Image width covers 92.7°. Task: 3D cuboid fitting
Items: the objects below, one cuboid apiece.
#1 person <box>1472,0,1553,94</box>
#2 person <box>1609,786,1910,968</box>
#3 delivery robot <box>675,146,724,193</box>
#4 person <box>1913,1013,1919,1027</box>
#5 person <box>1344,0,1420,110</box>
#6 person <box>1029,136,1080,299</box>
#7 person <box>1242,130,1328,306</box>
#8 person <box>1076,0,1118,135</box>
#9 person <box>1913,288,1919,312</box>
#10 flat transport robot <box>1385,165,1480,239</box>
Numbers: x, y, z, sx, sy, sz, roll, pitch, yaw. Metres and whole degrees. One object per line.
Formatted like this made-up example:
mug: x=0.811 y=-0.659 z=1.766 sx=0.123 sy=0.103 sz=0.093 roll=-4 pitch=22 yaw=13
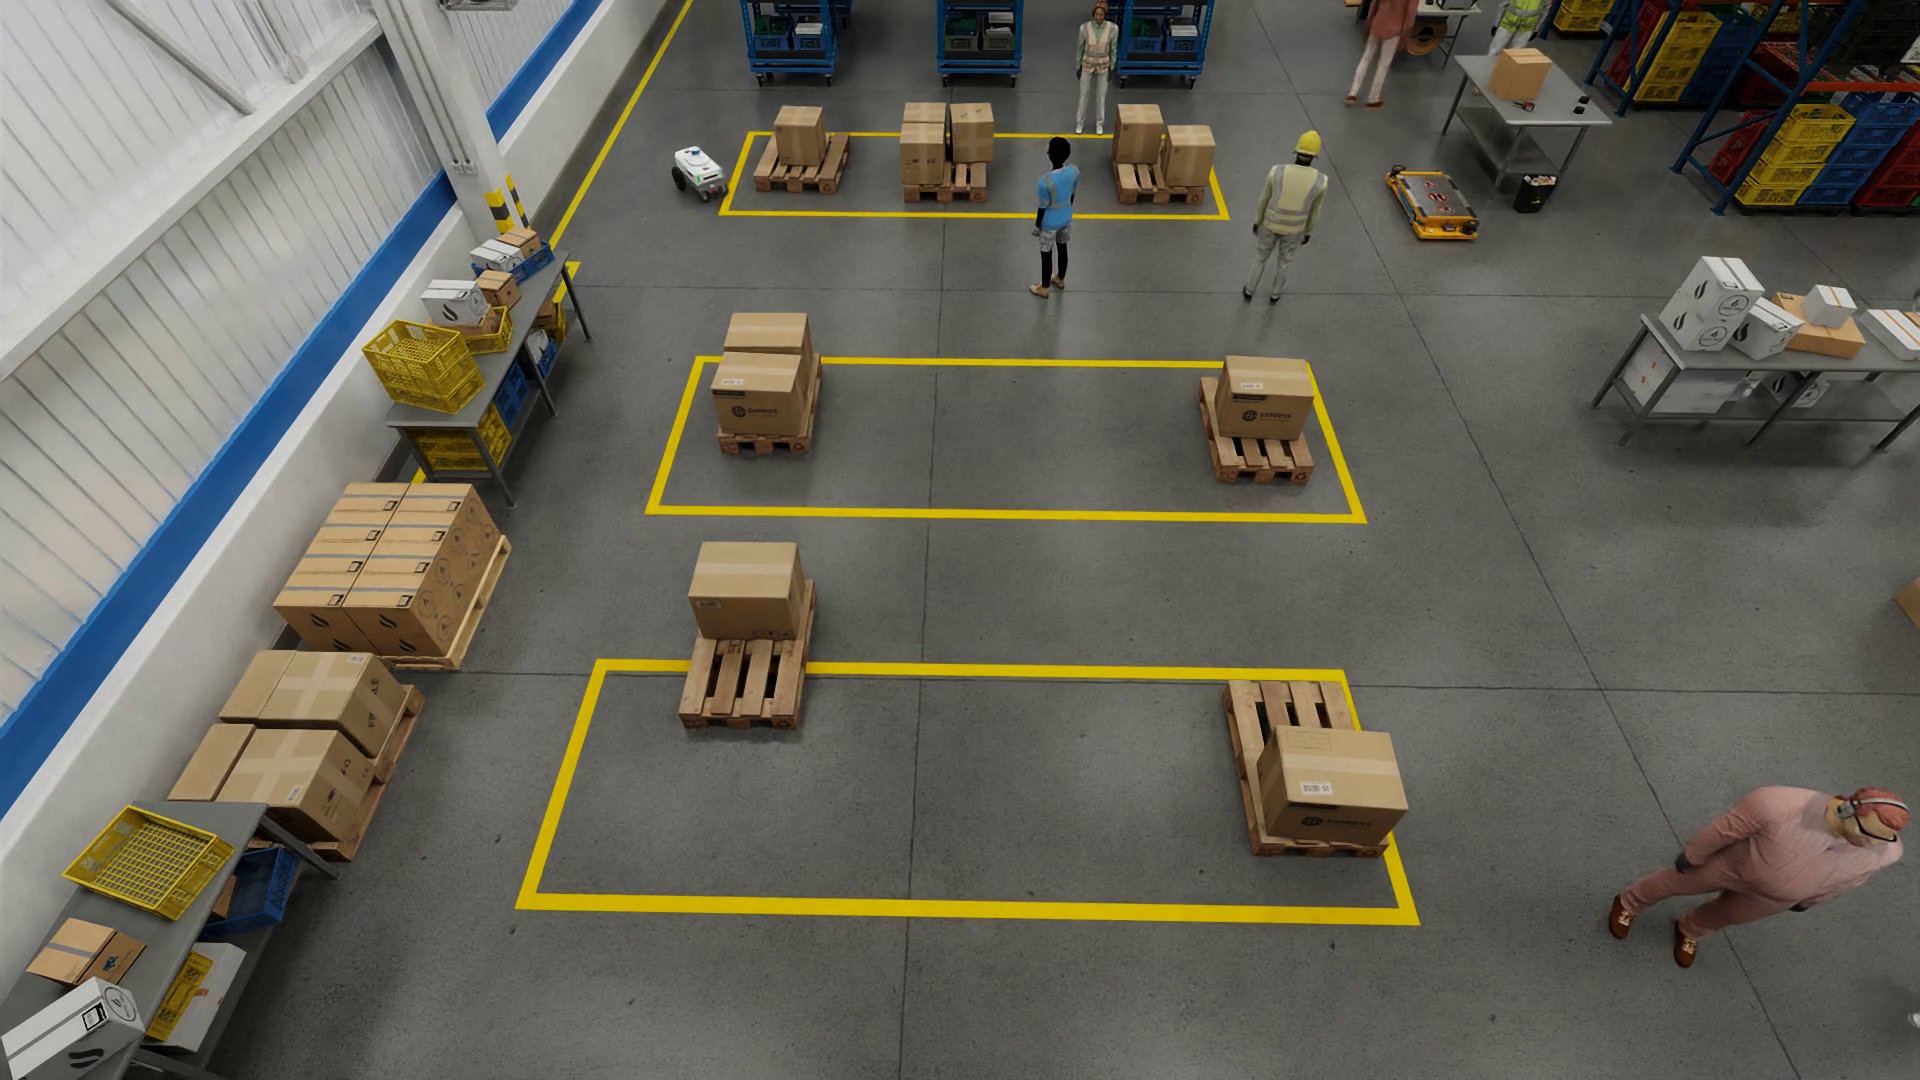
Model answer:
person: x=7.678 y=-7.091 z=12.630 sx=0.629 sy=1.837 sz=0.430 roll=16 pitch=51 yaw=13
person: x=4.249 y=1.795 z=4.897 sx=0.653 sy=1.899 sz=0.400 roll=24 pitch=53 yaw=19
delivery robot: x=-3.191 y=-4.550 z=11.207 sx=0.477 sy=0.478 sz=0.707 roll=-28 pitch=55 yaw=-22
person: x=5.730 y=2.252 z=4.519 sx=0.571 sy=1.863 sz=0.629 roll=19 pitch=52 yaw=16
person: x=5.712 y=-6.813 z=12.307 sx=0.467 sy=1.969 sz=0.668 roll=-36 pitch=58 yaw=-27
person: x=0.964 y=-3.296 z=9.431 sx=0.532 sy=1.697 sz=0.319 roll=-32 pitch=56 yaw=-25
person: x=3.289 y=-3.219 z=9.282 sx=0.602 sy=1.825 sz=0.403 roll=13 pitch=50 yaw=11
person: x=1.757 y=-6.127 z=11.926 sx=0.509 sy=1.631 sz=0.310 roll=5 pitch=49 yaw=5
person: x=9.334 y=-2.404 z=8.577 sx=0.544 sy=1.824 sz=0.465 roll=-21 pitch=52 yaw=-18
flat transport robot: x=5.692 y=-4.094 z=11.059 sx=0.652 sy=0.197 sz=1.431 roll=1 pitch=49 yaw=1
